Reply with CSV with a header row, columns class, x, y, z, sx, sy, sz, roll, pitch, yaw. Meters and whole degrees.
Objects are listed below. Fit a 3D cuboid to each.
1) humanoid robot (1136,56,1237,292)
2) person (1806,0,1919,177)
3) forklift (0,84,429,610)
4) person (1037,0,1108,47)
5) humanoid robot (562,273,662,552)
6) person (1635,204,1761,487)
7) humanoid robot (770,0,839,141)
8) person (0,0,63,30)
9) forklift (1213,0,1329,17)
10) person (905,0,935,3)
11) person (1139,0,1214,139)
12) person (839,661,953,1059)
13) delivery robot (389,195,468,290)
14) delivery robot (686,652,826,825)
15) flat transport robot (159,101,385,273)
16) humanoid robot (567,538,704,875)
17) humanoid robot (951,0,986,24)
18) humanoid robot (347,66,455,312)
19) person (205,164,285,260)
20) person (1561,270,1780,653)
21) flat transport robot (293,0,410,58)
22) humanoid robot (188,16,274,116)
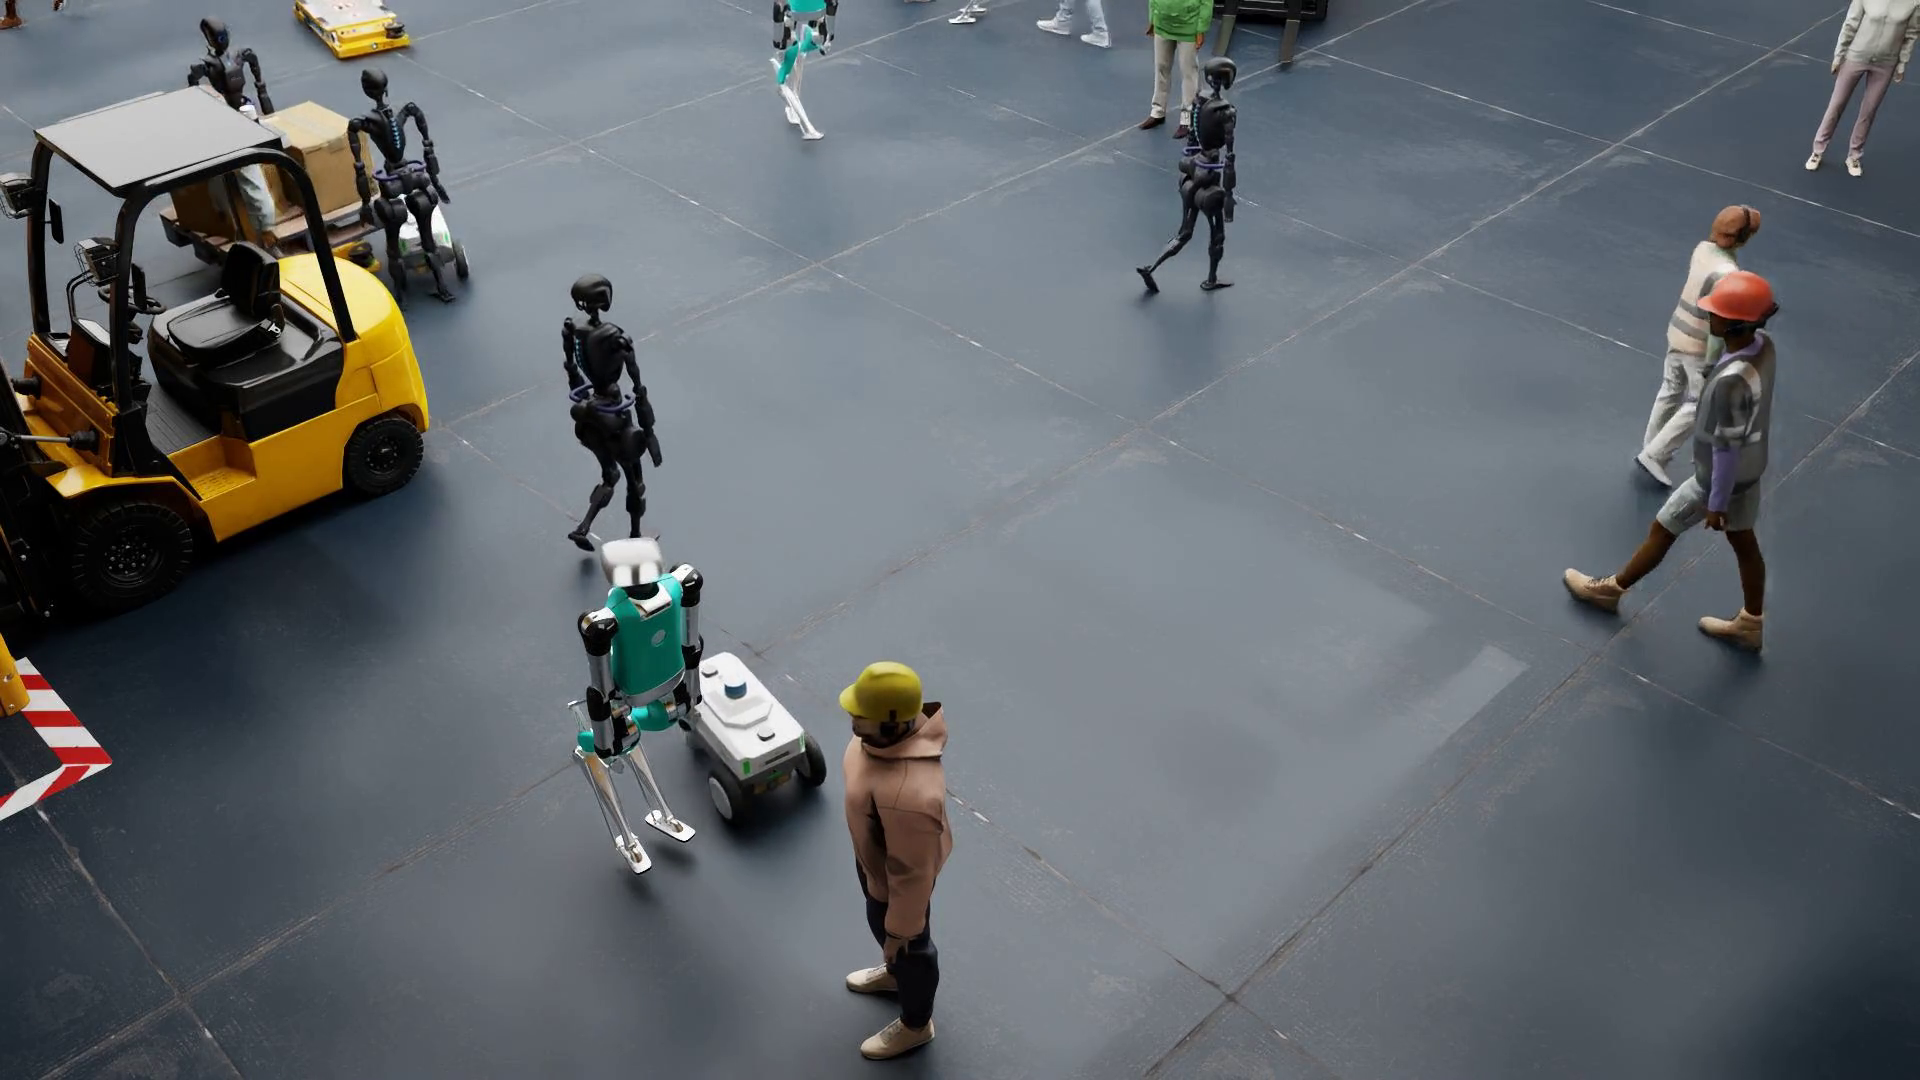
class,x,y,z,sx,sy,sz,roll,pitch,yaw
humanoid robot,1.565,-2.391,11.049,0.696,1.642,0.601,-14,39,-18
person,6.895,-3.617,12.595,0.532,1.765,0.328,12,38,16
forklift,-4.145,-1.093,8.856,2.313,2.155,1.214,-31,47,-34
person,1.004,-5.355,14.835,0.827,1.858,0.682,18,40,23
humanoid robot,-1.857,-0.593,8.615,0.593,1.640,0.486,22,42,27
person,4.105,-1.100,9.340,0.396,1.615,0.571,0,37,-1
humanoid robot,-1.306,-4.054,13.190,0.547,1.722,0.997,-17,40,-22
person,-8.803,-5.625,15.219,0.680,1.833,0.508,-17,40,-22
forklift,3.106,-6.400,15.960,1.214,2.155,2.313,8,37,10
person,-0.474,-6.116,15.790,0.373,1.940,0.626,-13,39,-17
person,1.733,-4.101,13.222,0.550,1.783,0.384,25,43,29
person,-0.226,1.158,6.109,0.409,1.871,0.795,-7,37,-9
delivery robot,-3.768,-2.130,11.607,0.499,0.593,0.797,-15,39,-19
delivery robot,-0.979,0.867,7.597,0.529,0.594,0.766,-23,43,-28
flat transport robot,-4.796,-2.092,11.797,1.431,0.231,0.659,27,45,32
humanoid robot,-1.392,0.612,6.839,0.533,1.677,0.735,-31,47,-34
humanoid robot,0.180,-5.651,15.287,0.682,1.749,0.547,2,37,3
humanoid robot,-3.674,-2.304,10.900,0.616,1.645,0.366,-29,46,-33
person,-4.525,-2.093,10.598,0.610,1.705,0.588,-28,45,-32
person,3.675,-0.375,8.081,1.024,1.981,0.616,26,44,31
flat transport robot,-5.679,-4.835,15.469,0.659,0.231,1.431,-22,42,-26
humanoid robot,-5.078,-2.893,11.700,0.416,1.642,0.598,25,43,29
